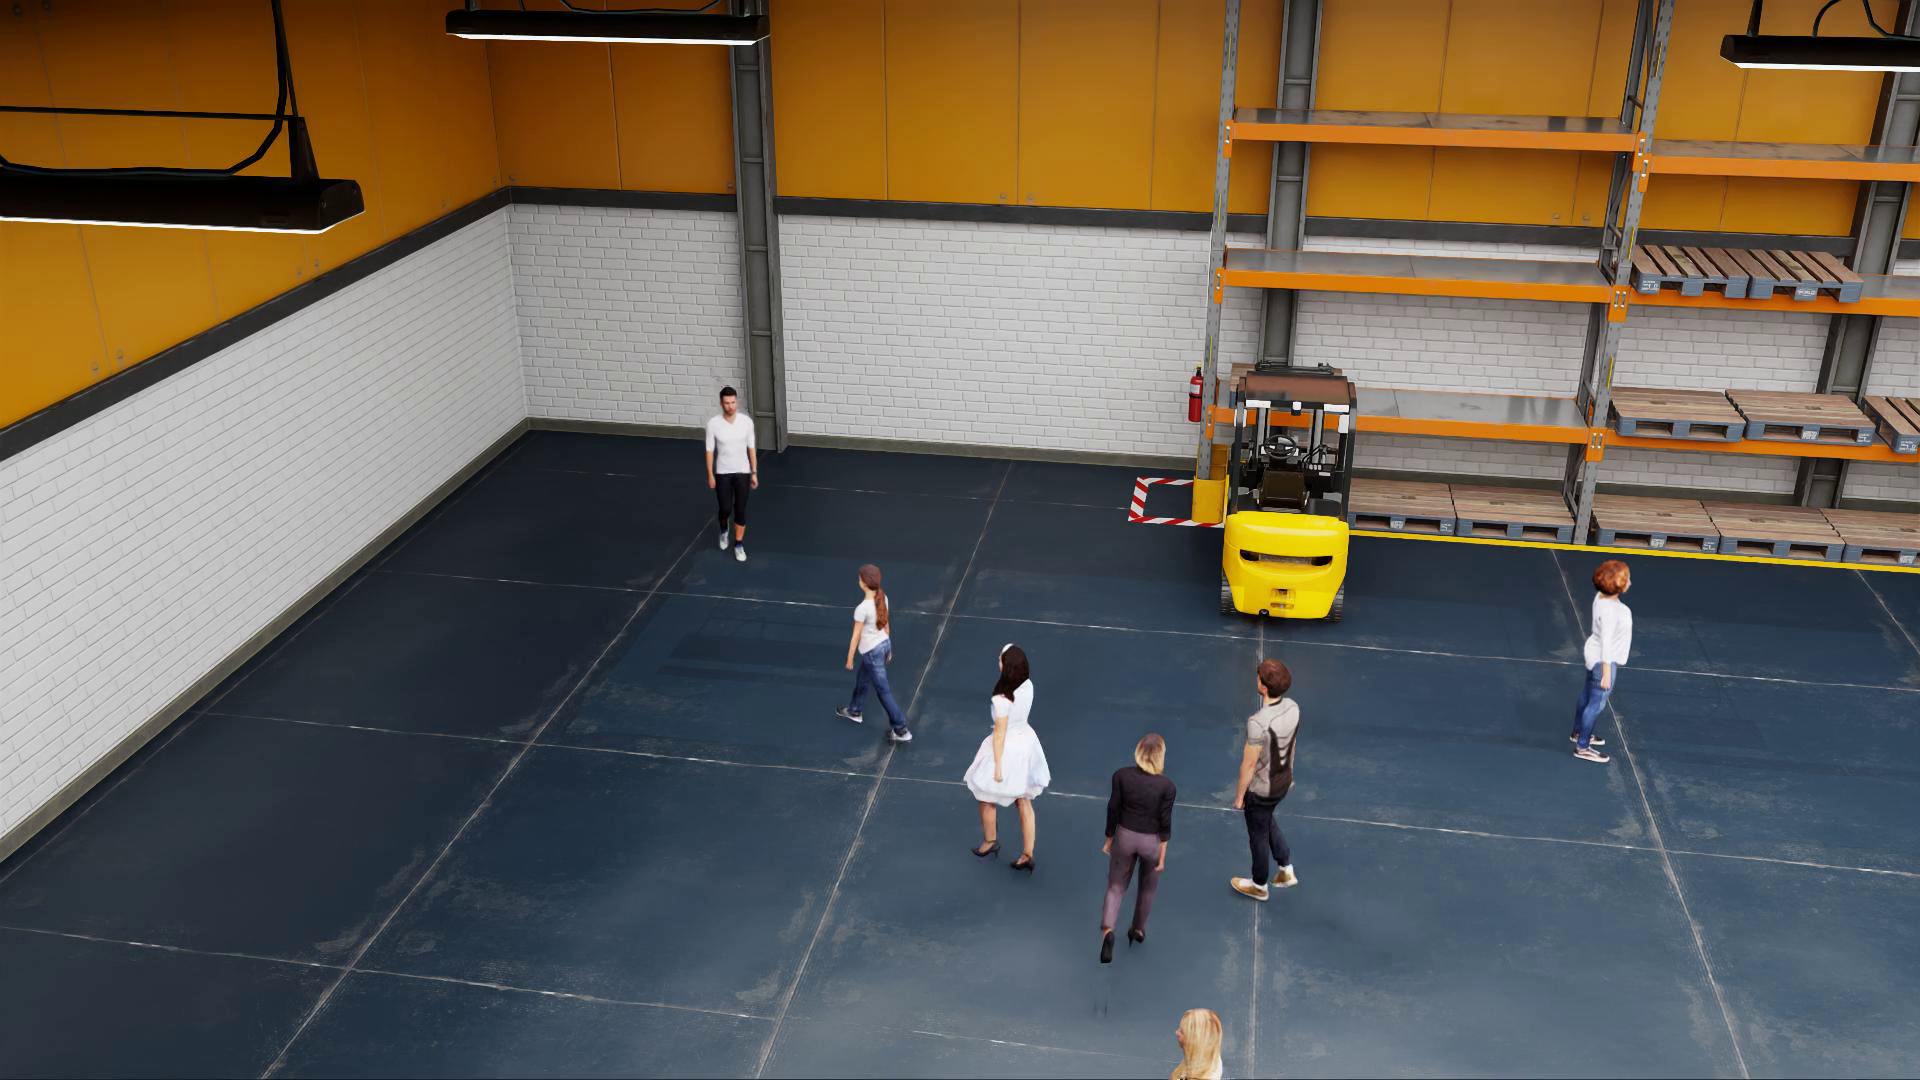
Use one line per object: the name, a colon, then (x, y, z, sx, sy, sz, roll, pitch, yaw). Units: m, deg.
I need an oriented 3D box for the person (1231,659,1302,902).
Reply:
person: (2.196, 1.712, 11.511, 0.852, 1.886, 0.907, -19, 30, -37)

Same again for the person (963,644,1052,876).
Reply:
person: (0.442, 1.613, 11.847, 0.971, 1.798, 0.878, 19, 30, 37)

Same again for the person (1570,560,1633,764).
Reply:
person: (5.177, 0.939, 13.500, 0.620, 1.710, 0.674, 7, 25, 15)

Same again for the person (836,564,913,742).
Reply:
person: (-0.658, 0.956, 13.697, 1.114, 1.521, 0.828, 15, 28, 31)

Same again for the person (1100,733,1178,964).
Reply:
person: (1.150, 2.098, 10.931, 0.909, 1.643, 0.790, 8, 25, 17)

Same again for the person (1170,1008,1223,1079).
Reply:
person: (1.212, 3.107, 8.390, 0.607, 1.830, 0.625, 1, 24, 3)

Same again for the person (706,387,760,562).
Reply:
person: (-2.355, -0.718, 17.125, 0.842, 1.843, 0.895, -7, 25, -16)
